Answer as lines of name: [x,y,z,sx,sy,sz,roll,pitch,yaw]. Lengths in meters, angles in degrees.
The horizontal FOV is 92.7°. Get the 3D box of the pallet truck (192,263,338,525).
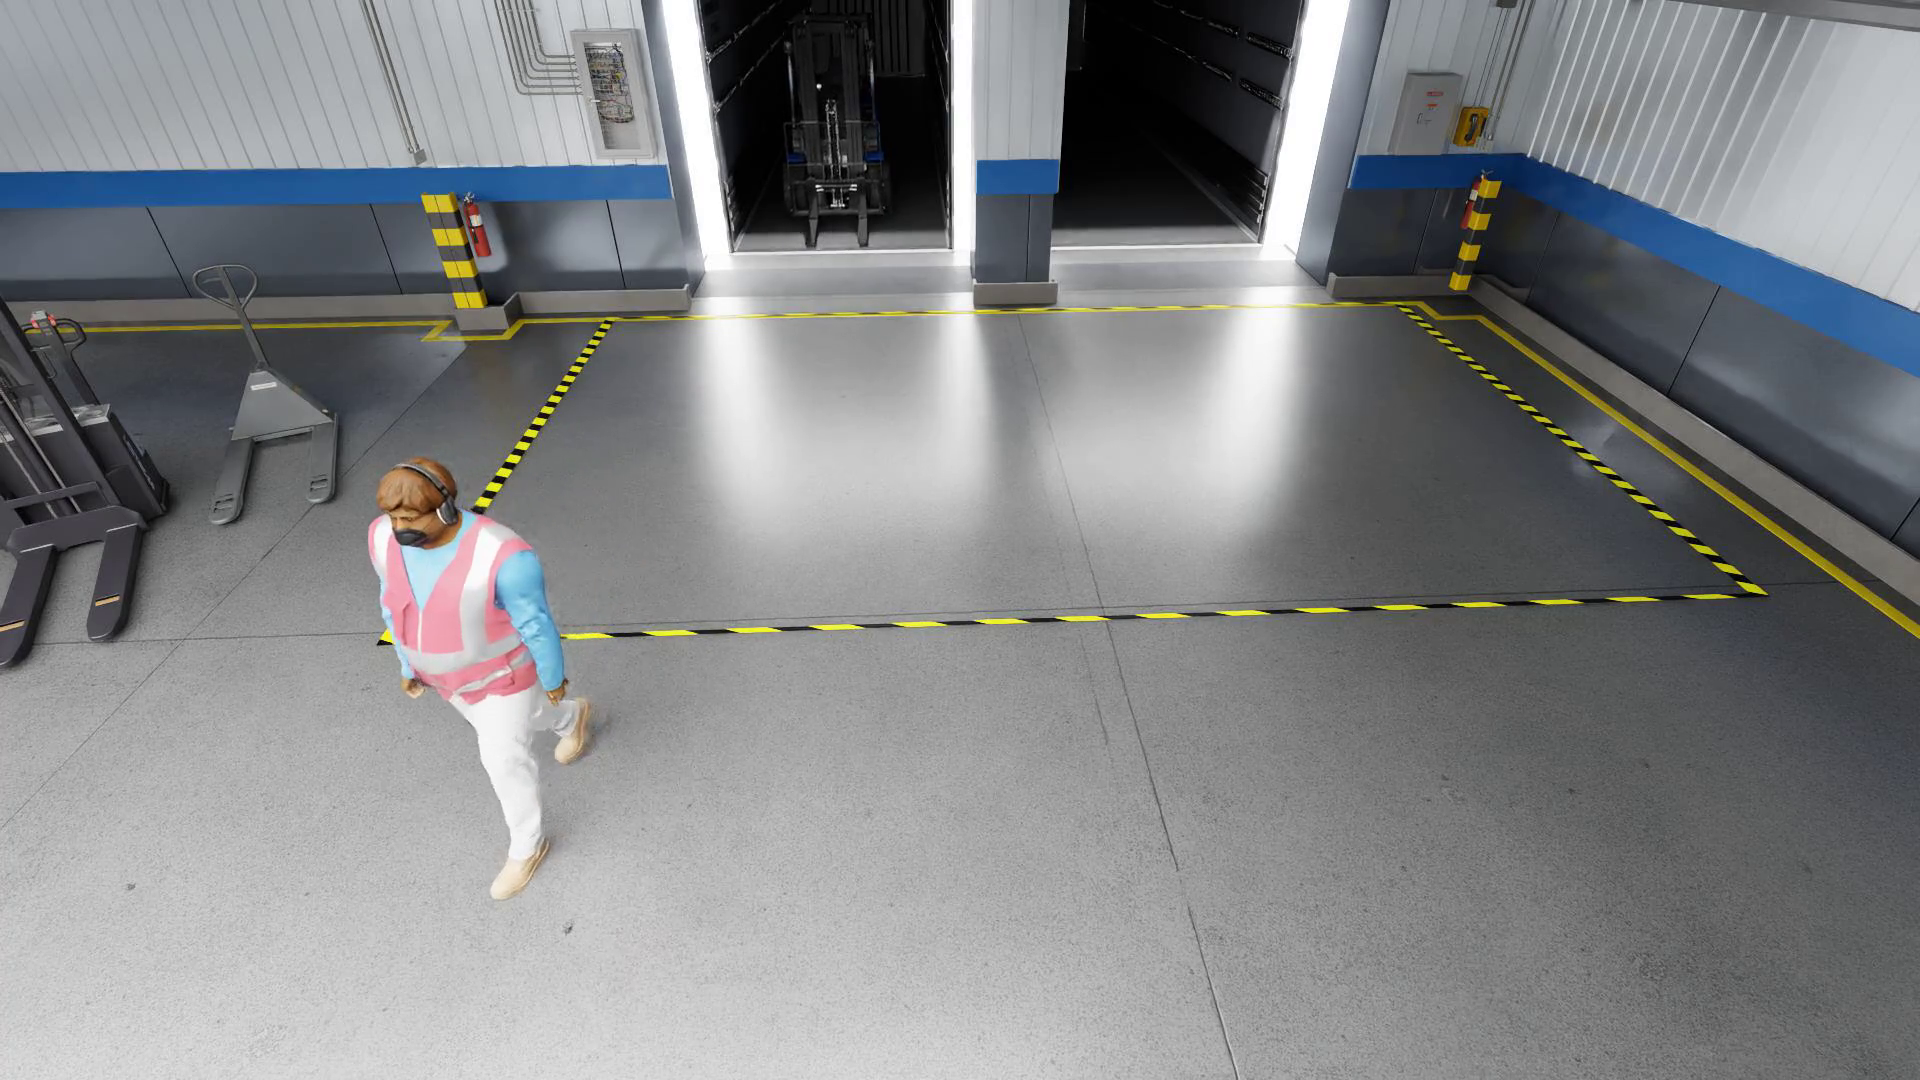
pallet truck: [-4.778,-1.027,6.128,0.680,1.201,1.601,-17,38,-23]

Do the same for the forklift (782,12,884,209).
forklift: [-1.568,-5.470,11.531,1.157,2.036,2.680,-3,35,-4]

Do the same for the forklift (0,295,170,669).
forklift: [-5.212,-0.618,4.878,0.823,1.965,1.885,-20,39,-26]

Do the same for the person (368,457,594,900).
person: [-1.786,0.452,3.514,0.628,1.801,0.909,11,36,15]
